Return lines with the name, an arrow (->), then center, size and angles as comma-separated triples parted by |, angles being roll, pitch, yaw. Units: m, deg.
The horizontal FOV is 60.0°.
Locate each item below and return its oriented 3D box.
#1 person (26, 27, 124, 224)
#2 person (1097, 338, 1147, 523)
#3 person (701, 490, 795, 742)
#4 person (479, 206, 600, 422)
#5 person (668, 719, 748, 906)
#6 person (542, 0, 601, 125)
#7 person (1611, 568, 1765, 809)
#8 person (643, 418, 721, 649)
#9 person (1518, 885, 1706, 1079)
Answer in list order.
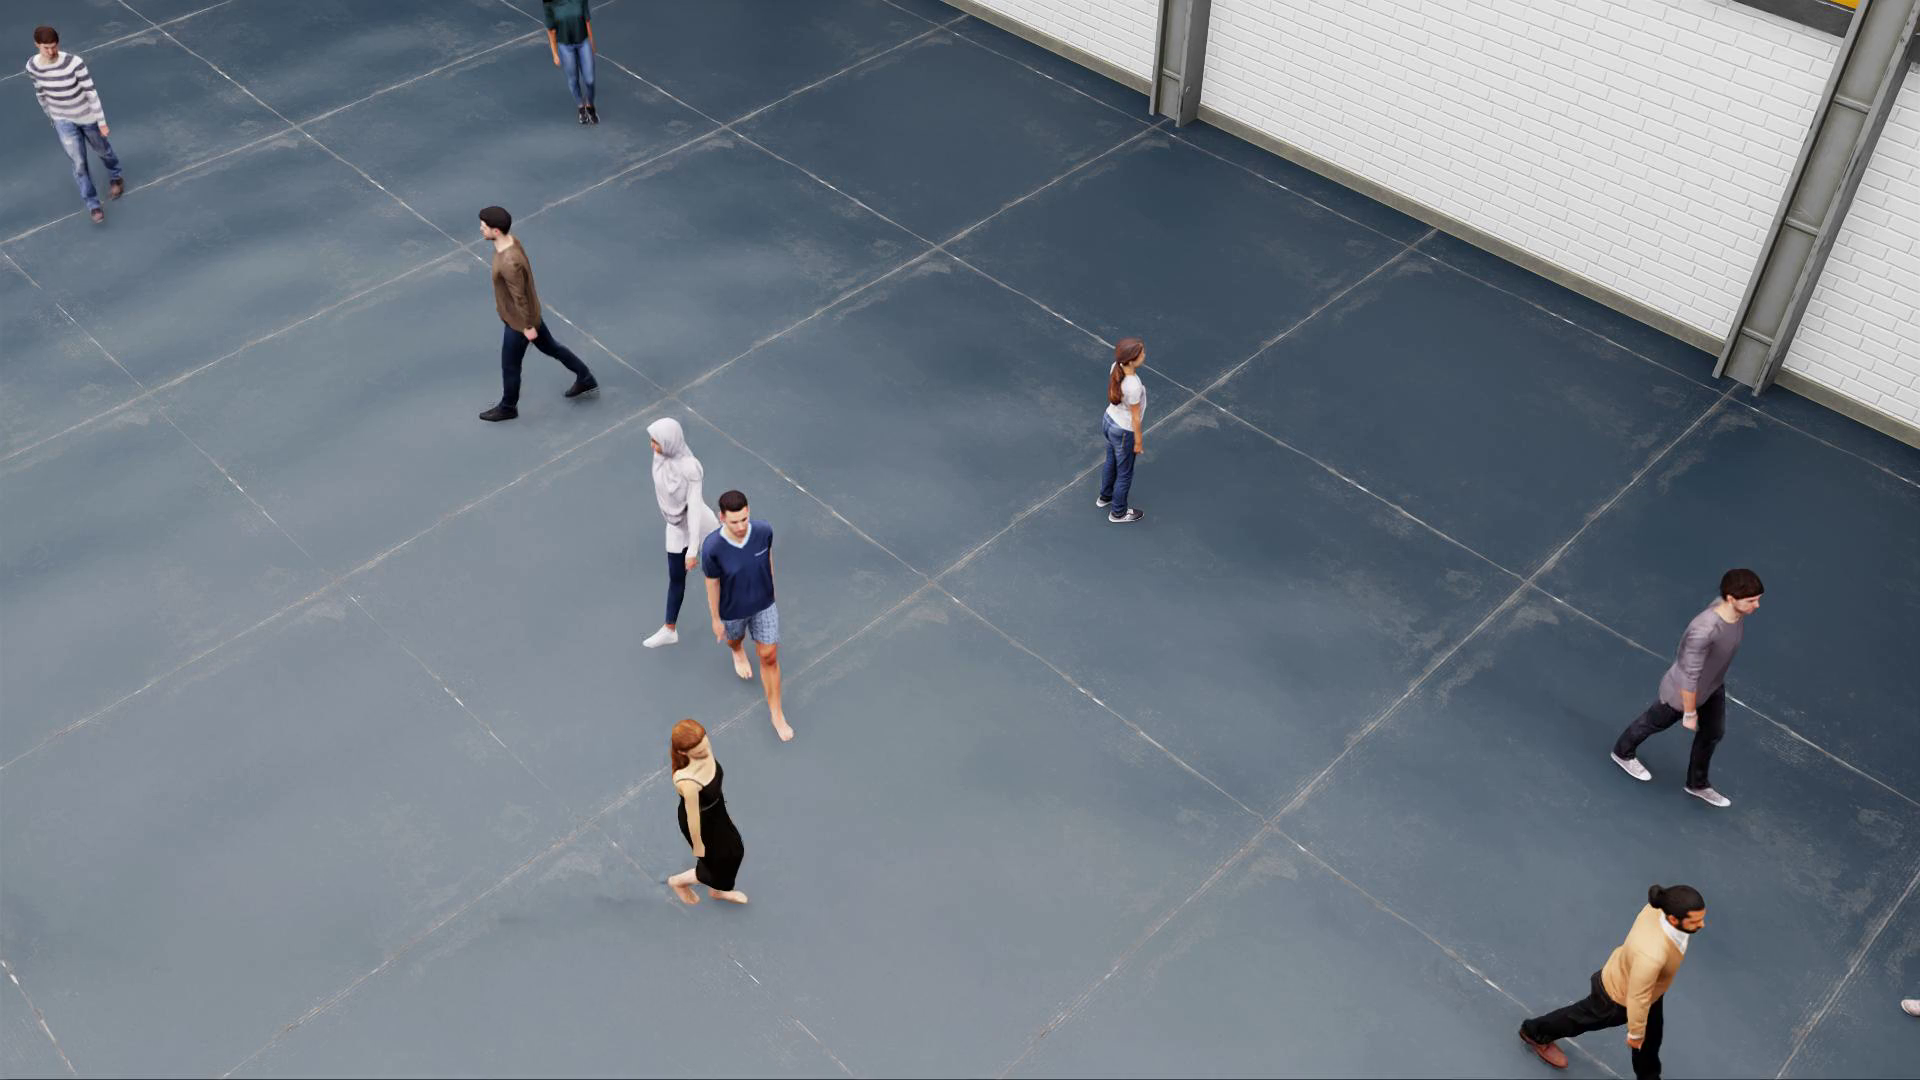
person -> -7.870, -3.797, 14.827 | 1.010, 1.800, 1.202 | -7, 44, -7
person -> 1.164, -0.805, 11.858 | 0.666, 1.563, 0.559 | -16, 46, -16
person -> -1.392, 0.339, 10.486 | 0.923, 1.798, 1.252 | -17, 46, -17
person -> -3.236, -1.723, 12.615 | 1.101, 1.847, 1.217 | -11, 45, -11
person -> -1.528, 1.556, 9.345 | 0.851, 1.611, 0.778 | 6, 44, 6
person -> -3.733, -4.798, 16.020 | 0.714, 1.603, 0.754 | -12, 45, -12
person -> 4.308, 0.813, 9.971 | 0.746, 1.823, 0.989 | -28, 50, -26
person -> -1.700, -0.121, 11.025 | 1.148, 1.721, 0.841 | 26, 50, 25
person -> 3.350, 2.267, 8.530 | 1.182, 1.706, 0.736 | 31, 51, 28
